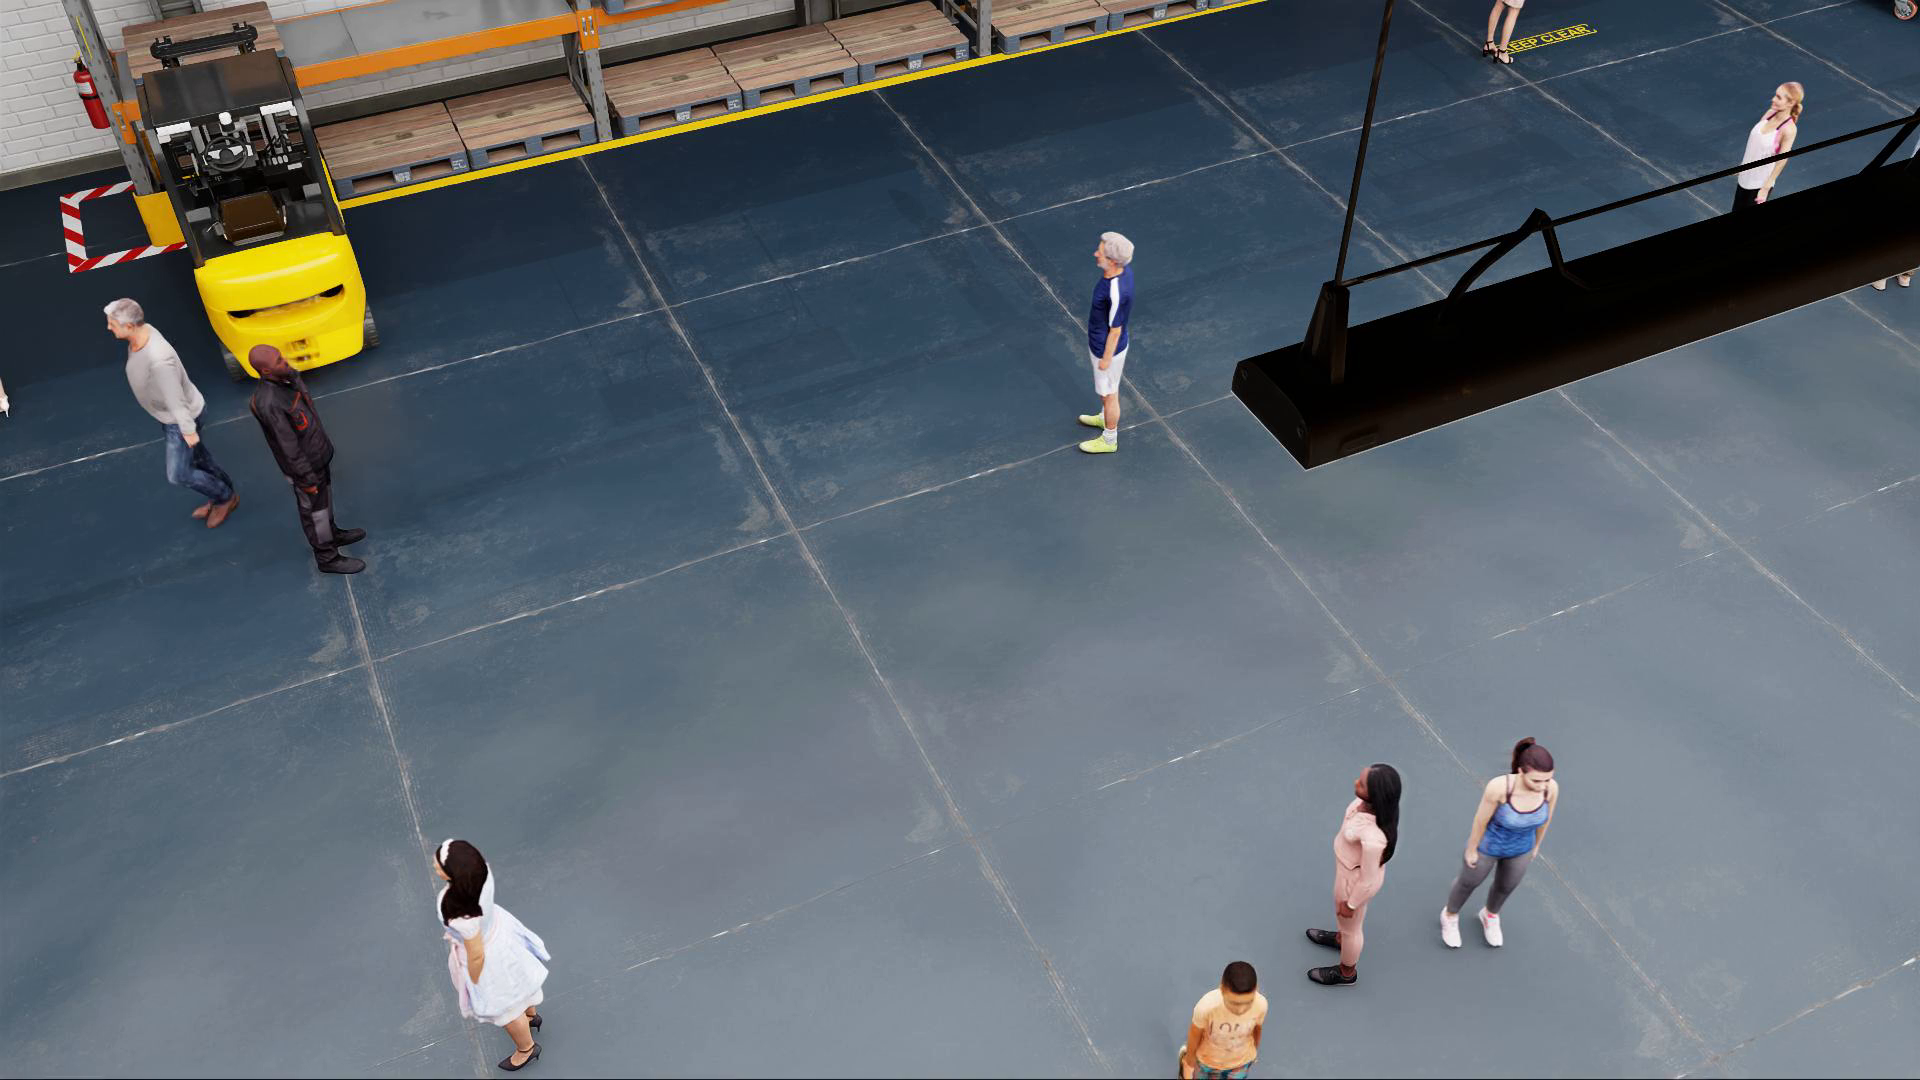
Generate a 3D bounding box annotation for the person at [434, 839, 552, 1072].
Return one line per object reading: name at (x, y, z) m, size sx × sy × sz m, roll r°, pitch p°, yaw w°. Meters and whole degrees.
person at (-2.353, 2.077, 8.334) m, size 0.851 × 1.819 × 0.814 m, roll -2°, pitch 44°, yaw -2°

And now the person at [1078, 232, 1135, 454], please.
person at (1.074, -1.433, 12.004) m, size 0.717 × 1.839 × 0.718 m, roll 3°, pitch 44°, yaw 3°

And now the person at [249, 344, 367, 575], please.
person at (-4.408, -0.561, 11.099) m, size 0.666 × 1.825 × 0.737 m, roll -10°, pitch 45°, yaw -10°

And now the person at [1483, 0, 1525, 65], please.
person at (5.476, -5.591, 16.374) m, size 0.485 × 1.830 × 0.570 m, roll -18°, pitch 47°, yaw -18°

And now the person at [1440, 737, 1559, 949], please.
person at (2.916, 1.638, 8.949) m, size 0.587 × 1.606 × 0.698 m, roll -1°, pitch 44°, yaw -1°

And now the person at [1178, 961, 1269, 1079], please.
person at (1.284, 2.467, 8.194) m, size 0.754 × 1.446 × 0.700 m, roll -6°, pitch 44°, yaw -6°

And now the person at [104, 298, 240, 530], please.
person at (-5.277, -0.890, 11.394) m, size 0.736 × 1.894 × 0.811 m, roll -27°, pitch 50°, yaw -26°

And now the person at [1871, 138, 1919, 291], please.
person at (7.869, -2.856, 13.518) m, size 0.615 × 1.812 × 0.797 m, roll -5°, pitch 44°, yaw -6°

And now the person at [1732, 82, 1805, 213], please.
person at (6.528, -2.934, 13.616) m, size 0.628 × 1.788 × 0.665 m, roll -5°, pitch 44°, yaw -5°

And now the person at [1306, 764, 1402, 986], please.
person at (2.089, 1.753, 8.746) m, size 0.722 × 1.720 × 0.693 m, roll 8°, pitch 44°, yaw 8°
